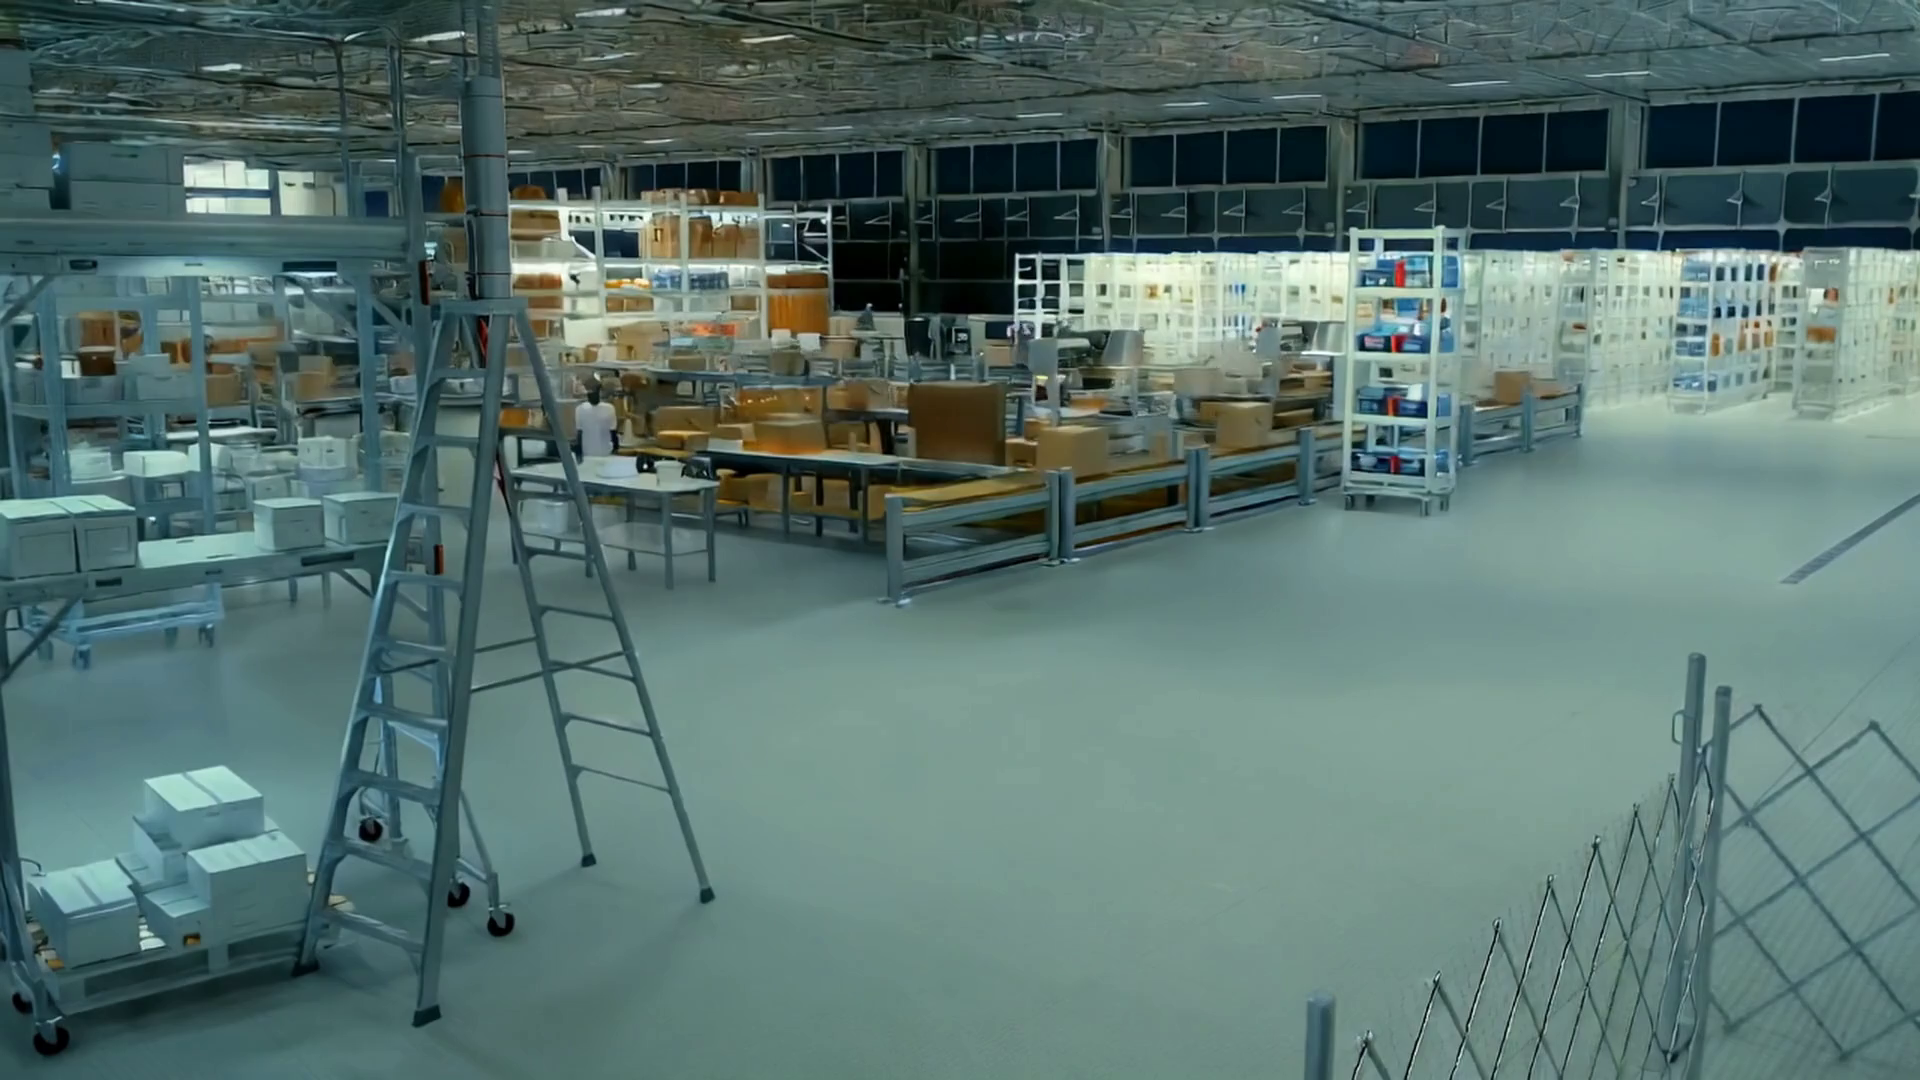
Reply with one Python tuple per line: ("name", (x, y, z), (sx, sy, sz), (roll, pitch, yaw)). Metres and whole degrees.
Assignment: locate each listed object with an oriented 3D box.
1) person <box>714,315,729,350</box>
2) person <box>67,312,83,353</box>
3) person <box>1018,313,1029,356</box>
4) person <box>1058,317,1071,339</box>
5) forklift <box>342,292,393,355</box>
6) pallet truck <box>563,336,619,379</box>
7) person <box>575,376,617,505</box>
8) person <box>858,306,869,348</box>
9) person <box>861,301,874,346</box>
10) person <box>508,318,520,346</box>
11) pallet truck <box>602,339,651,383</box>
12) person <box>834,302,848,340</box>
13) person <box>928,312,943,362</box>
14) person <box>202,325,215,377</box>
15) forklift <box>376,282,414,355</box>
("person", (-7.202, -5.953, 50.590), (0.925, 1.781, 0.617), (9, 13, 43))
("person", (-29.601, -6.831, 55.711), (0.637, 1.904, 0.403), (9, 13, 43))
("person", (1.959, -6.339, 52.945), (0.964, 1.795, 0.567), (3, 10, 21))
("person", (2.787, -5.121, 45.139), (0.960, 1.870, 0.635), (6, 11, 34))
("forklift", (-16.485, -5.622, 45.120), (1.129, 2.768, 1.873), (7, 11, 37))
("pallet truck", (-10.690, -5.294, 48.215), (1.601, 1.201, 0.680), (-5, 10, -26))
("person", (-4.167, -0.937, 19.017), (0.518, 1.874, 0.329), (2, 9, 11))
("person", (-3.941, -8.629, 67.523), (0.487, 1.714, 0.843), (-3, 10, -20))
("person", (-3.888, -9.075, 69.780), (0.482, 1.892, 0.622), (-1, 9, -8))
("person", (-11.565, -4.789, 43.112), (0.945, 1.922, 0.626), (-1, 9, -9))
("pallet truck", (-8.991, -4.871, 45.351), (0.653, 1.274, 1.630), (7, 11, 37))
("person", (-5.080, -9.091, 70.006), (1.004, 1.855, 0.652), (0, 9, 0))
("person", (-0.850, -6.840, 56.229), (0.571, 1.751, 0.329), (-6, 11, -35))
("person", (-19.991, -4.885, 44.218), (0.553, 1.684, 0.396), (8, 12, 42))
("forklift", (-16.691, -6.137, 48.335), (1.129, 2.768, 1.873), (7, 11, 37))
